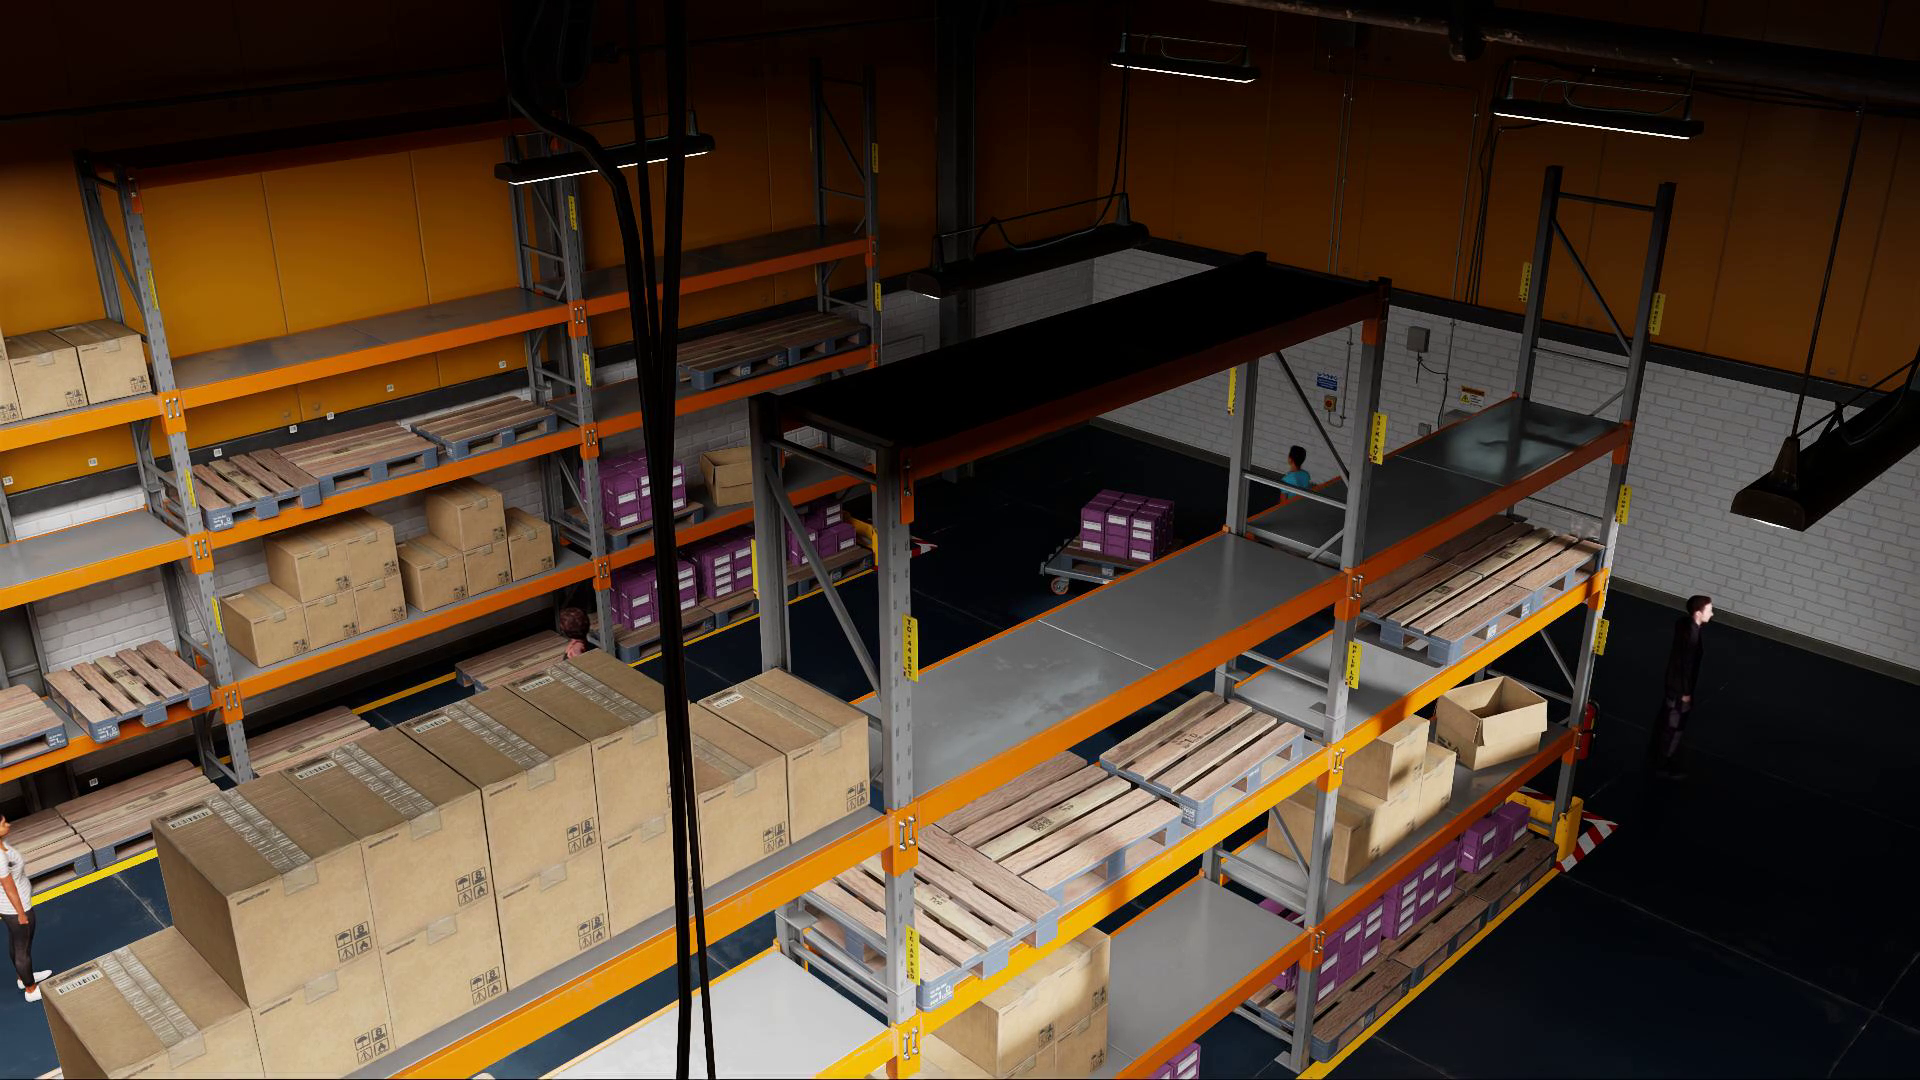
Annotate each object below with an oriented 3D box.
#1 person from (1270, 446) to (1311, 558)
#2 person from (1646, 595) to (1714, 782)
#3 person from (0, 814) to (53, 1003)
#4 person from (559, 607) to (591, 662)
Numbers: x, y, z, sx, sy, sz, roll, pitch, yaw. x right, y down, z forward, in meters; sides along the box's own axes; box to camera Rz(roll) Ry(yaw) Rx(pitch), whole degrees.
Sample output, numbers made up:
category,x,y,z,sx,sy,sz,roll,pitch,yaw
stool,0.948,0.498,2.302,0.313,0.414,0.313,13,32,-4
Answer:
category,x,y,z,sx,sy,sz,roll,pitch,yaw
person,3.989,-0.231,19.704,0.597,1.761,0.738,-16,28,-32
person,6.867,1.378,15.836,0.838,1.909,0.723,5,24,12
person,-7.344,2.813,12.882,0.562,1.646,0.589,-17,29,-34
person,-3.594,1.447,15.829,0.708,1.788,0.663,-2,24,-6
